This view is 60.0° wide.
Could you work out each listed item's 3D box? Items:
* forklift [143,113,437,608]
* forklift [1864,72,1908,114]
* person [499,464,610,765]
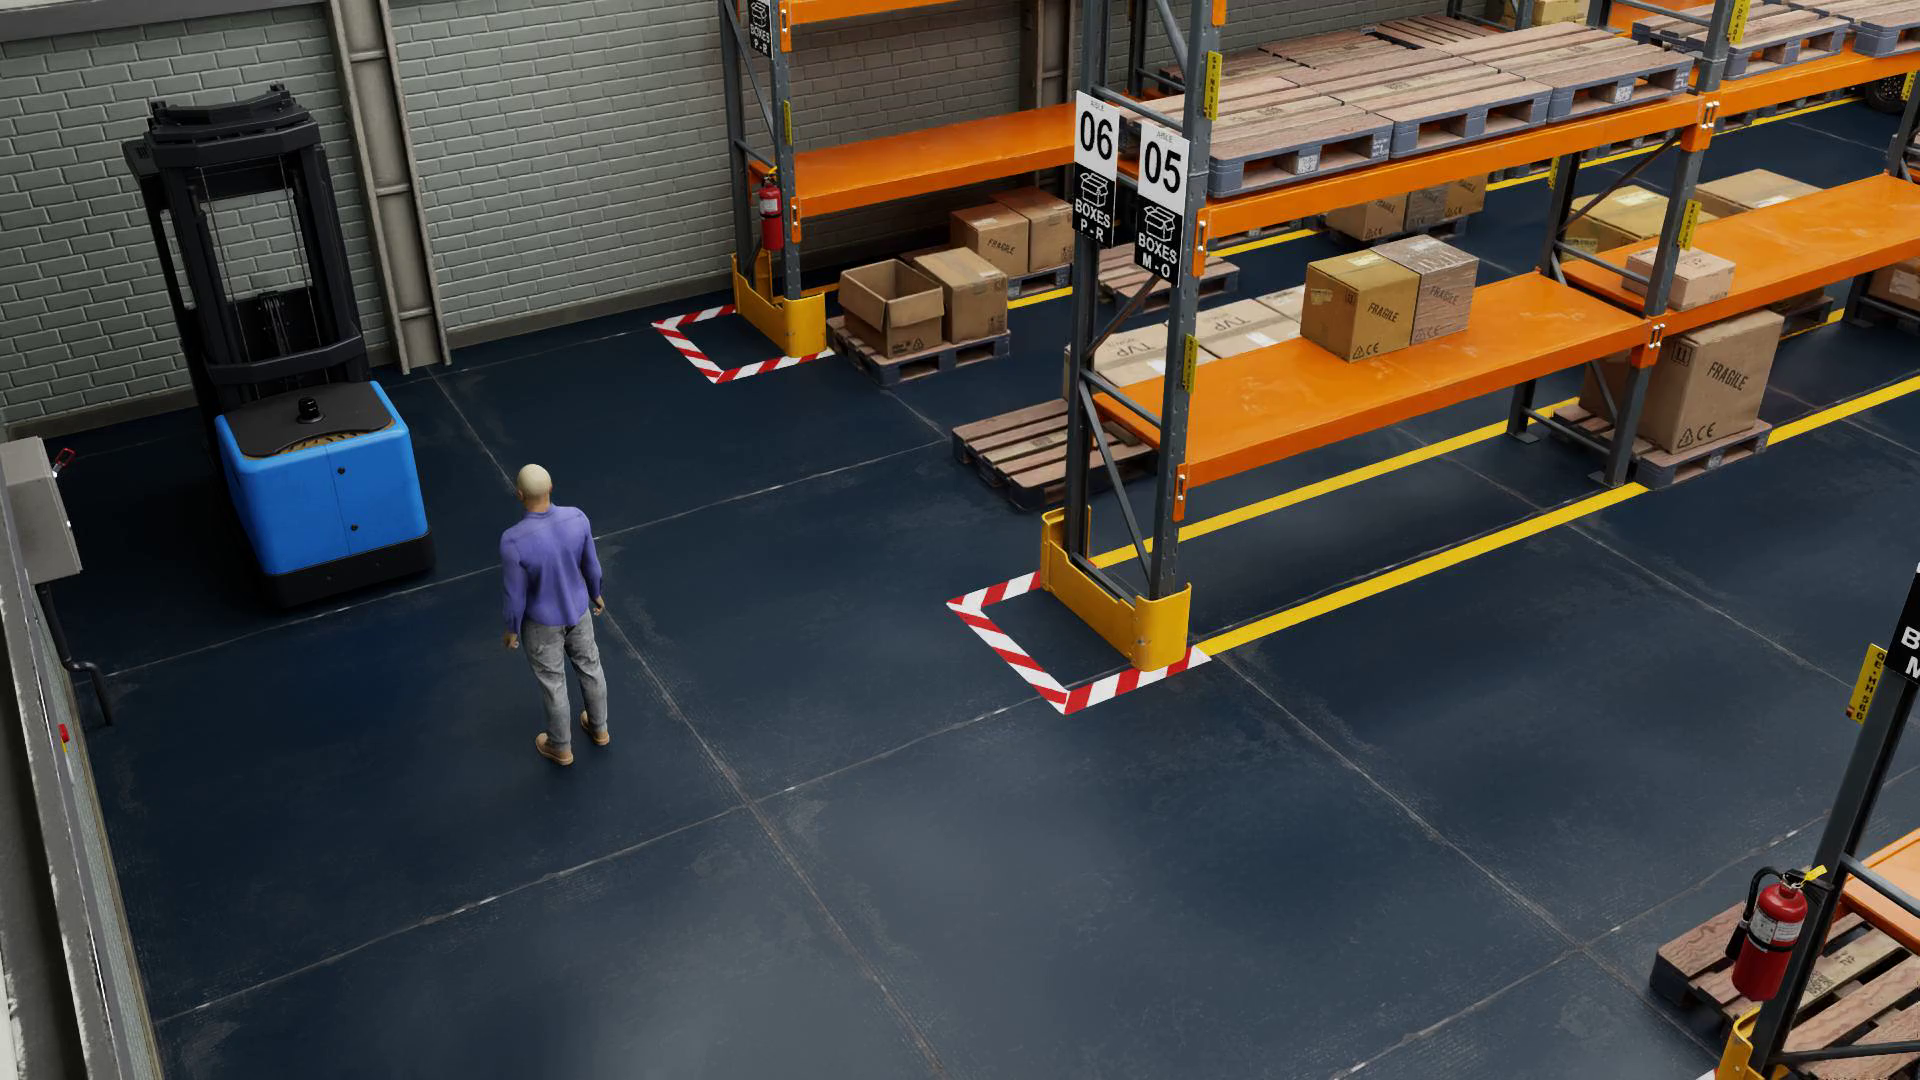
[{"bbox_3d":[-4.289,-1.259,10.509,1.129,2.768,1.873,-17,36,-26],"label":"forklift"},{"bbox_3d":[11.468,-5.645,18.244,1.214,2.155,2.313,-17,36,-26],"label":"forklift"},{"bbox_3d":[-2.136,0.402,8.837,0.588,1.799,0.395,-25,40,-35],"label":"person"}]
